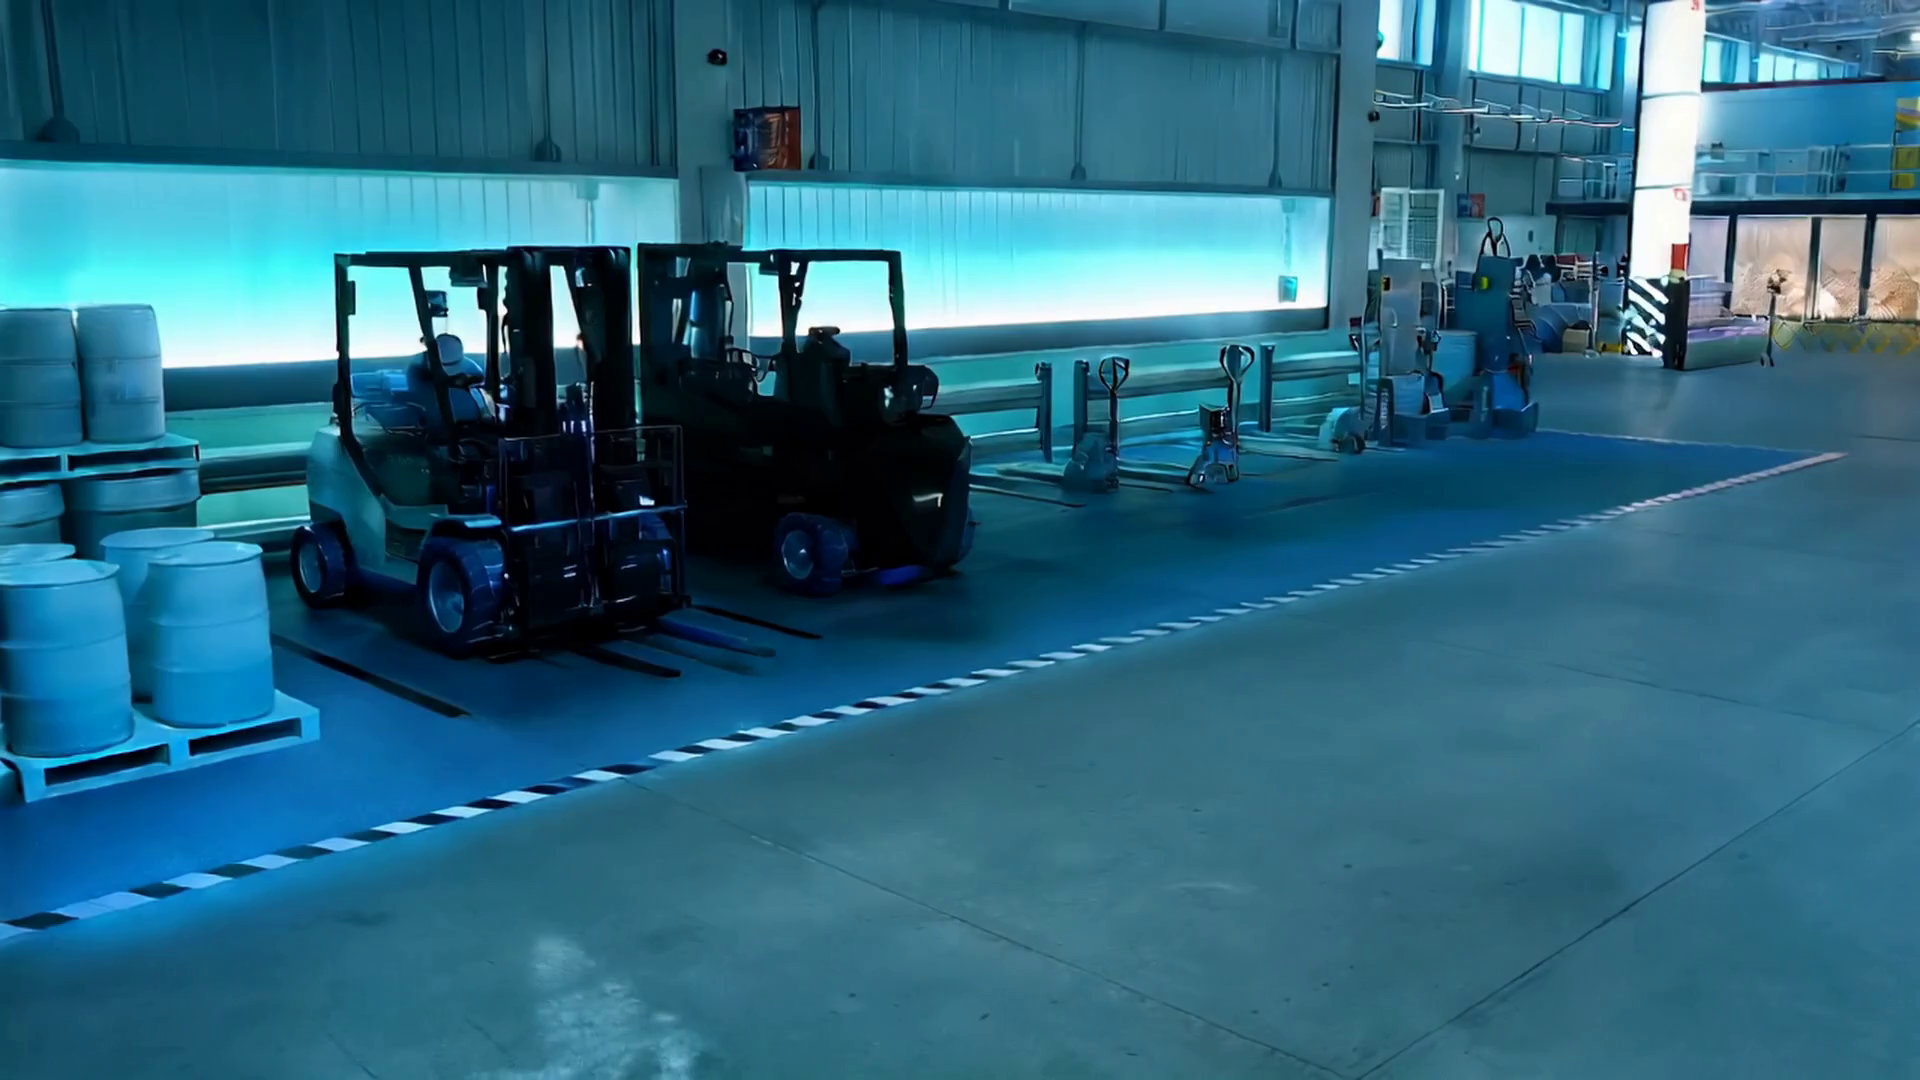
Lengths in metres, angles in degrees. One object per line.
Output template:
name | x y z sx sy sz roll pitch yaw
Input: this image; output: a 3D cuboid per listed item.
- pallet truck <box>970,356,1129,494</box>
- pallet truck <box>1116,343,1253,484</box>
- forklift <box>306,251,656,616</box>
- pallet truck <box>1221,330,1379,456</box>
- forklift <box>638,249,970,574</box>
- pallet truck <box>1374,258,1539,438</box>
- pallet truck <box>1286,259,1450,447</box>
pallet truck | 0.784 -1.085 14.876 0.680 1.201 1.601 -10 14 -44
pallet truck | 1.962 -1.215 15.415 1.522 1.261 0.704 10 14 43
forklift | -2.833 -0.669 9.694 1.157 1.987 2.680 -10 14 -44
pallet truck | 3.563 -1.581 17.381 0.653 1.274 1.630 -10 14 -44
forklift | -1.173 -0.958 11.239 2.680 1.987 1.157 10 14 43
pallet truck | 5.704 -2.208 18.901 1.885 1.965 0.823 10 14 43
pallet truck | 4.493 -2.078 18.196 0.823 1.965 1.885 -9 14 -40
